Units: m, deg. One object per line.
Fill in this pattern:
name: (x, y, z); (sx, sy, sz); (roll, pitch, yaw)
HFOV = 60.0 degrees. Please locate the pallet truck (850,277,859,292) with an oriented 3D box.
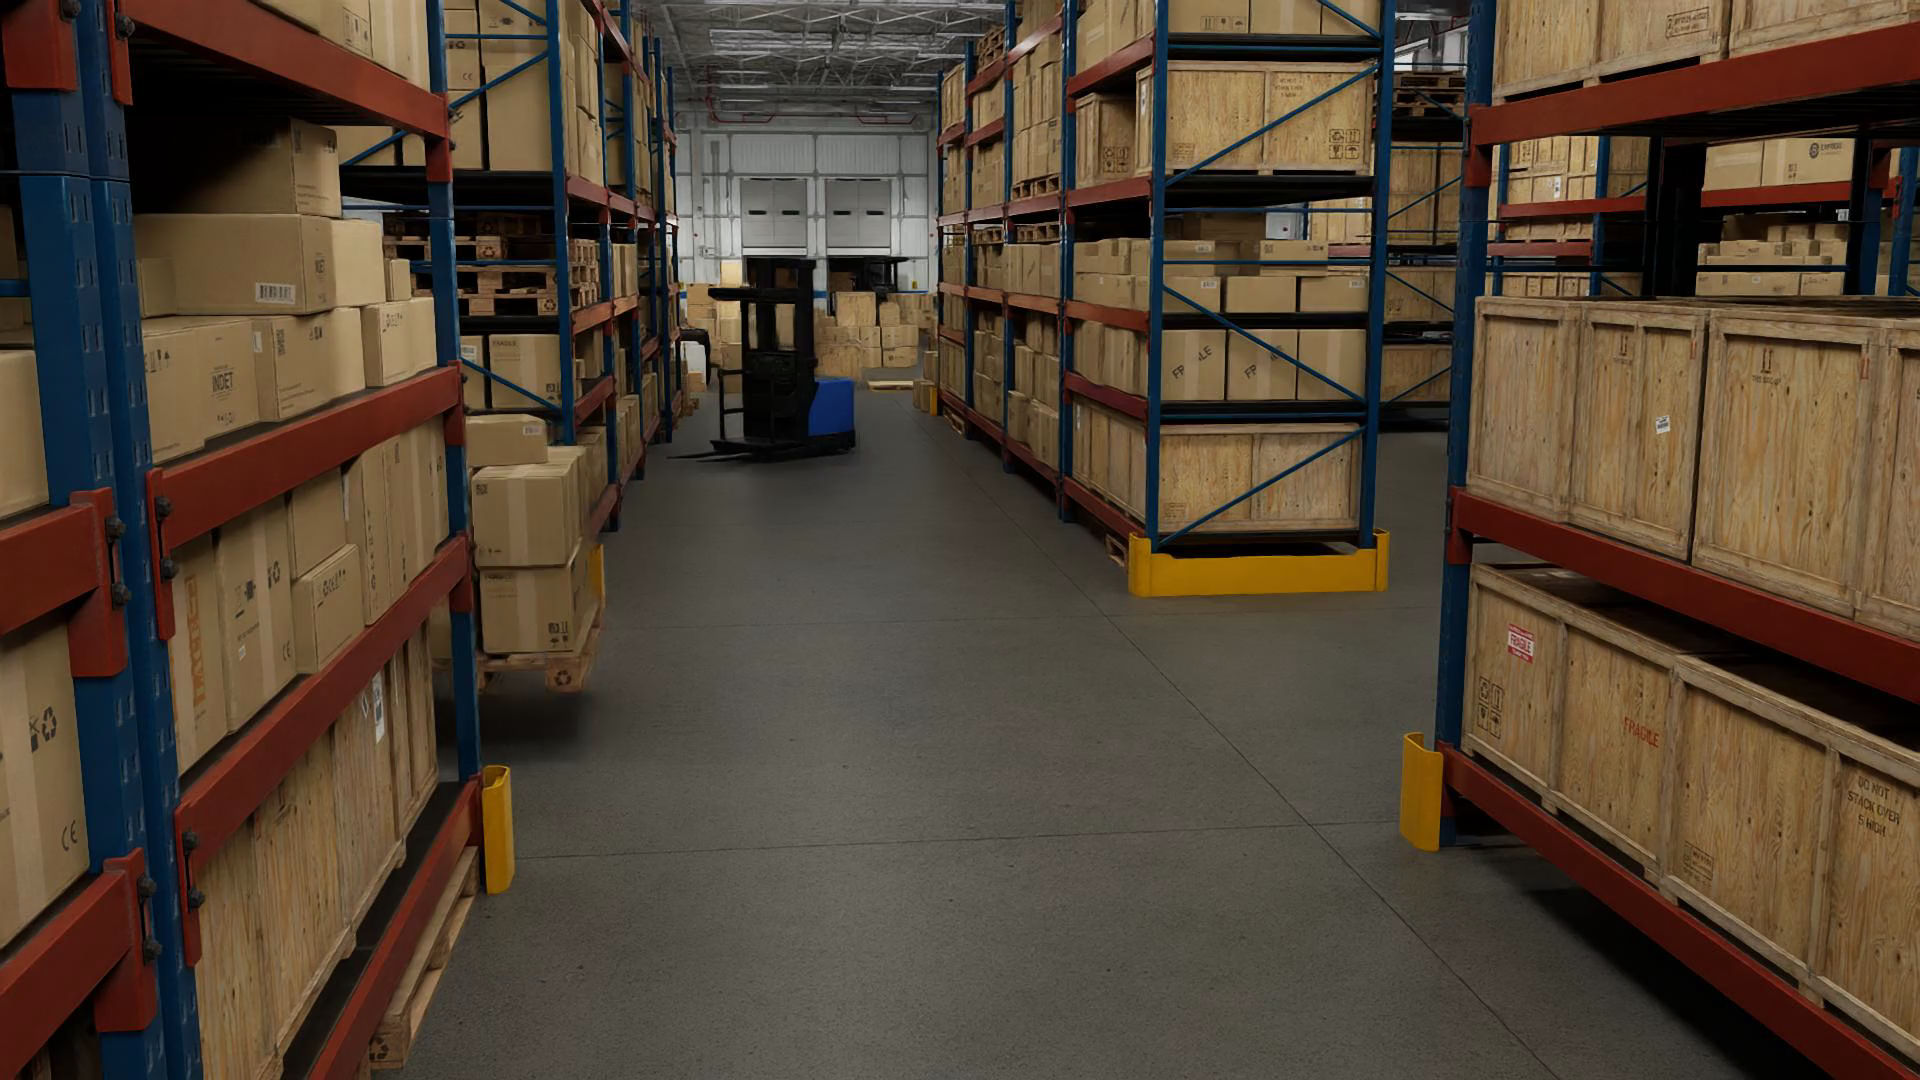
pallet truck: (-3.782, -9.391, 65.808); (1.885, 1.965, 0.823); (2, 10, 10)

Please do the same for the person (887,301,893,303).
person: (-1.868, -5.799, 46.030); (0.831, 1.591, 0.541); (3, 10, 16)

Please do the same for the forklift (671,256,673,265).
forklift: (-10.987, -9.066, 61.344); (1.129, 2.768, 1.873); (-1, 10, -7)

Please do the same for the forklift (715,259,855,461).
forklift: (-2.487, -2.634, 23.901); (1.129, 2.768, 1.873); (7, 12, 37)

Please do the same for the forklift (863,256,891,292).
forklift: (-2.730, -8.007, 55.180); (1.129, 2.768, 1.873); (-7, 12, -35)
